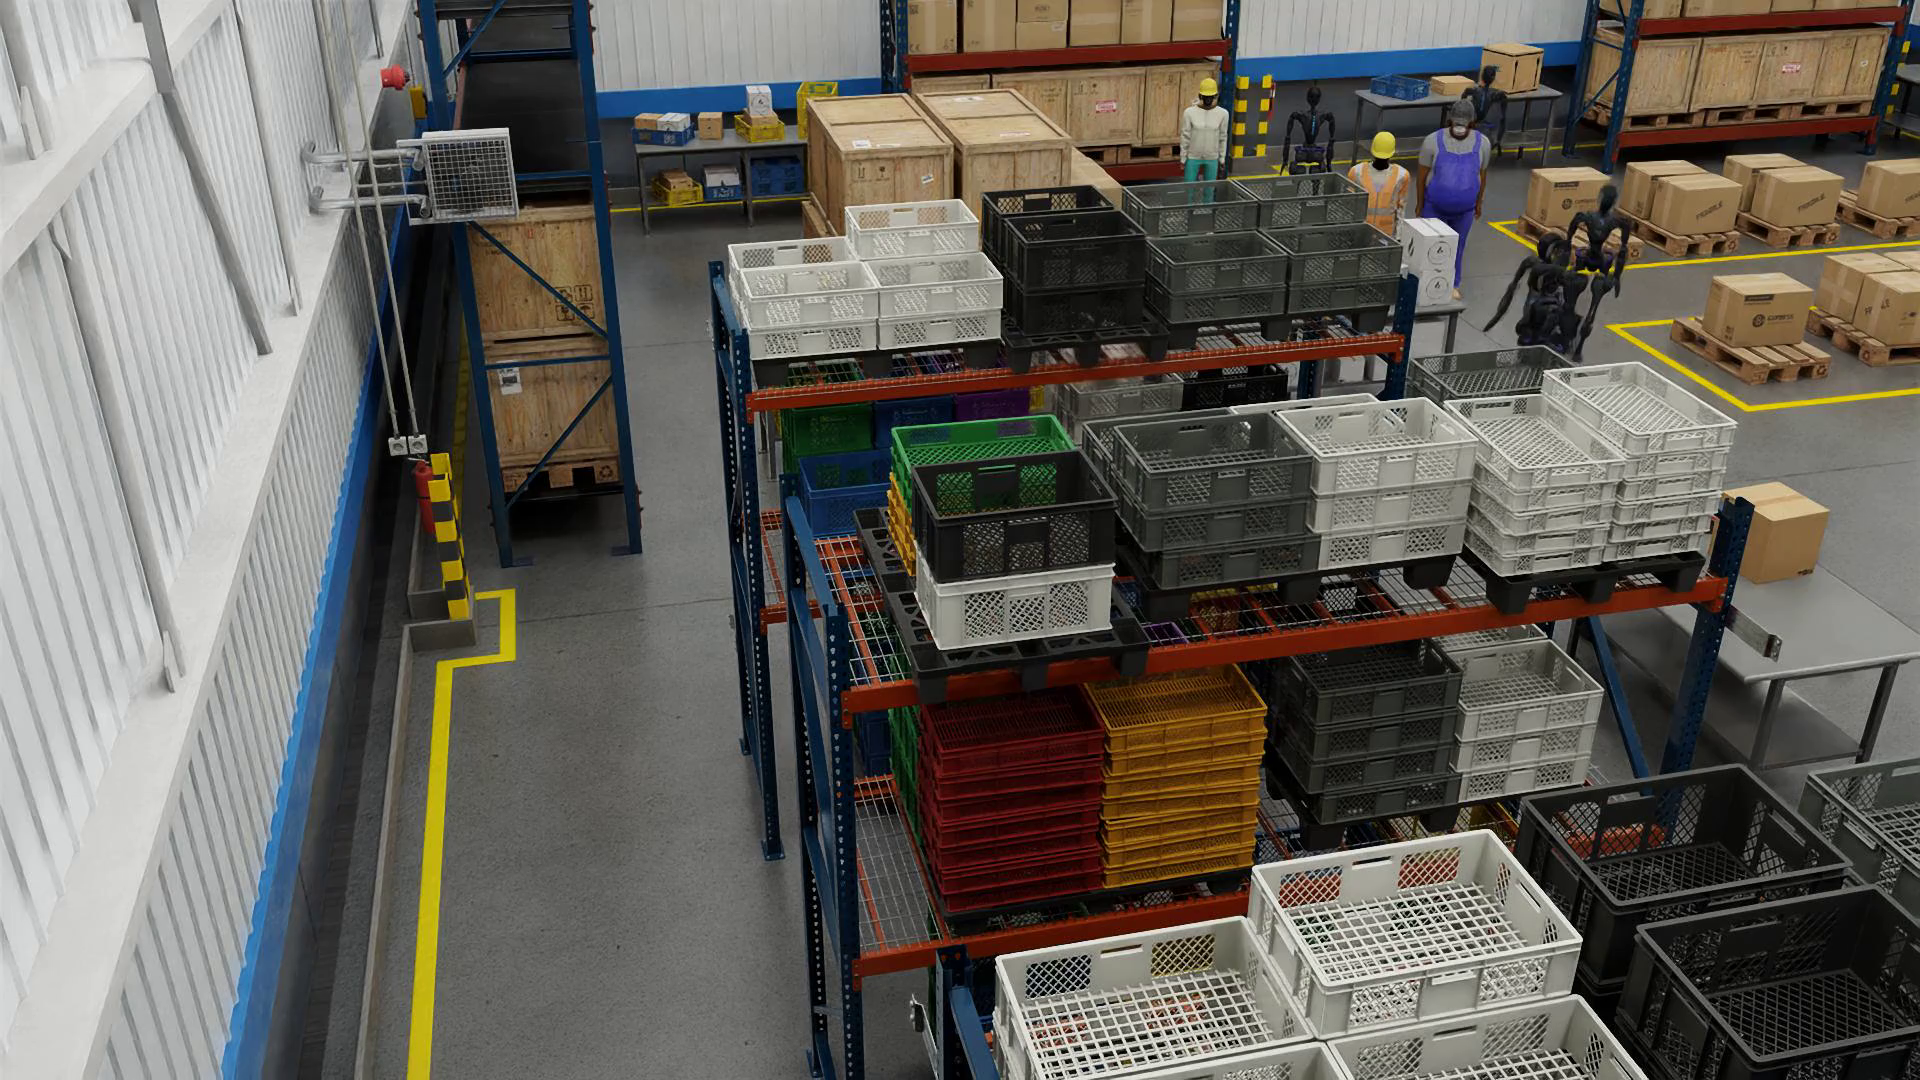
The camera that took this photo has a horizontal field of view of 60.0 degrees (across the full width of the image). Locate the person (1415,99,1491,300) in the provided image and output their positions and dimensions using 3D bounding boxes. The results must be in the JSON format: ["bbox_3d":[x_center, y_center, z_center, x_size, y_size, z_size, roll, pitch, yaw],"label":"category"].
[{"bbox_3d":[4.880,-3.371,16.544,0.686,2.000,0.536,2,28,5],"label":"person"}]

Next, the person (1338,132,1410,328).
[{"bbox_3d":[3.935,-2.948,15.871,0.584,1.918,0.373,4,28,8],"label":"person"}]

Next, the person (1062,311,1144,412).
[{"bbox_3d":[1.041,-1.117,12.363,0.656,1.958,0.799,-4,28,-7],"label":"person"}]

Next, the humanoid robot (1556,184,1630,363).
[{"bbox_3d":[5.801,-2.491,15.283,0.571,1.638,0.574,14,31,24],"label":"humanoid robot"}]

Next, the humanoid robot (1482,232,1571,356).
[{"bbox_3d":[4.916,-1.834,14.074,0.786,1.631,0.548,-12,30,-21],"label":"humanoid robot"}]

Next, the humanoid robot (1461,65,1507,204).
[{"bbox_3d":[6.121,-4.785,19.621,0.585,1.645,0.505,10,29,18],"label":"humanoid robot"}]

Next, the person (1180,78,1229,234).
[{"bbox_3d":[2.700,-4.242,18.487,0.524,1.769,0.313,0,28,-1],"label":"person"}]

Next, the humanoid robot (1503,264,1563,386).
[{"bbox_3d":[4.467,-1.394,13.195,0.498,1.643,0.561,-5,28,-9],"label":"humanoid robot"}]

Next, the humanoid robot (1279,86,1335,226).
[{"bbox_3d":[3.868,-4.213,18.525,0.581,1.652,0.323,1,28,2],"label":"humanoid robot"}]
